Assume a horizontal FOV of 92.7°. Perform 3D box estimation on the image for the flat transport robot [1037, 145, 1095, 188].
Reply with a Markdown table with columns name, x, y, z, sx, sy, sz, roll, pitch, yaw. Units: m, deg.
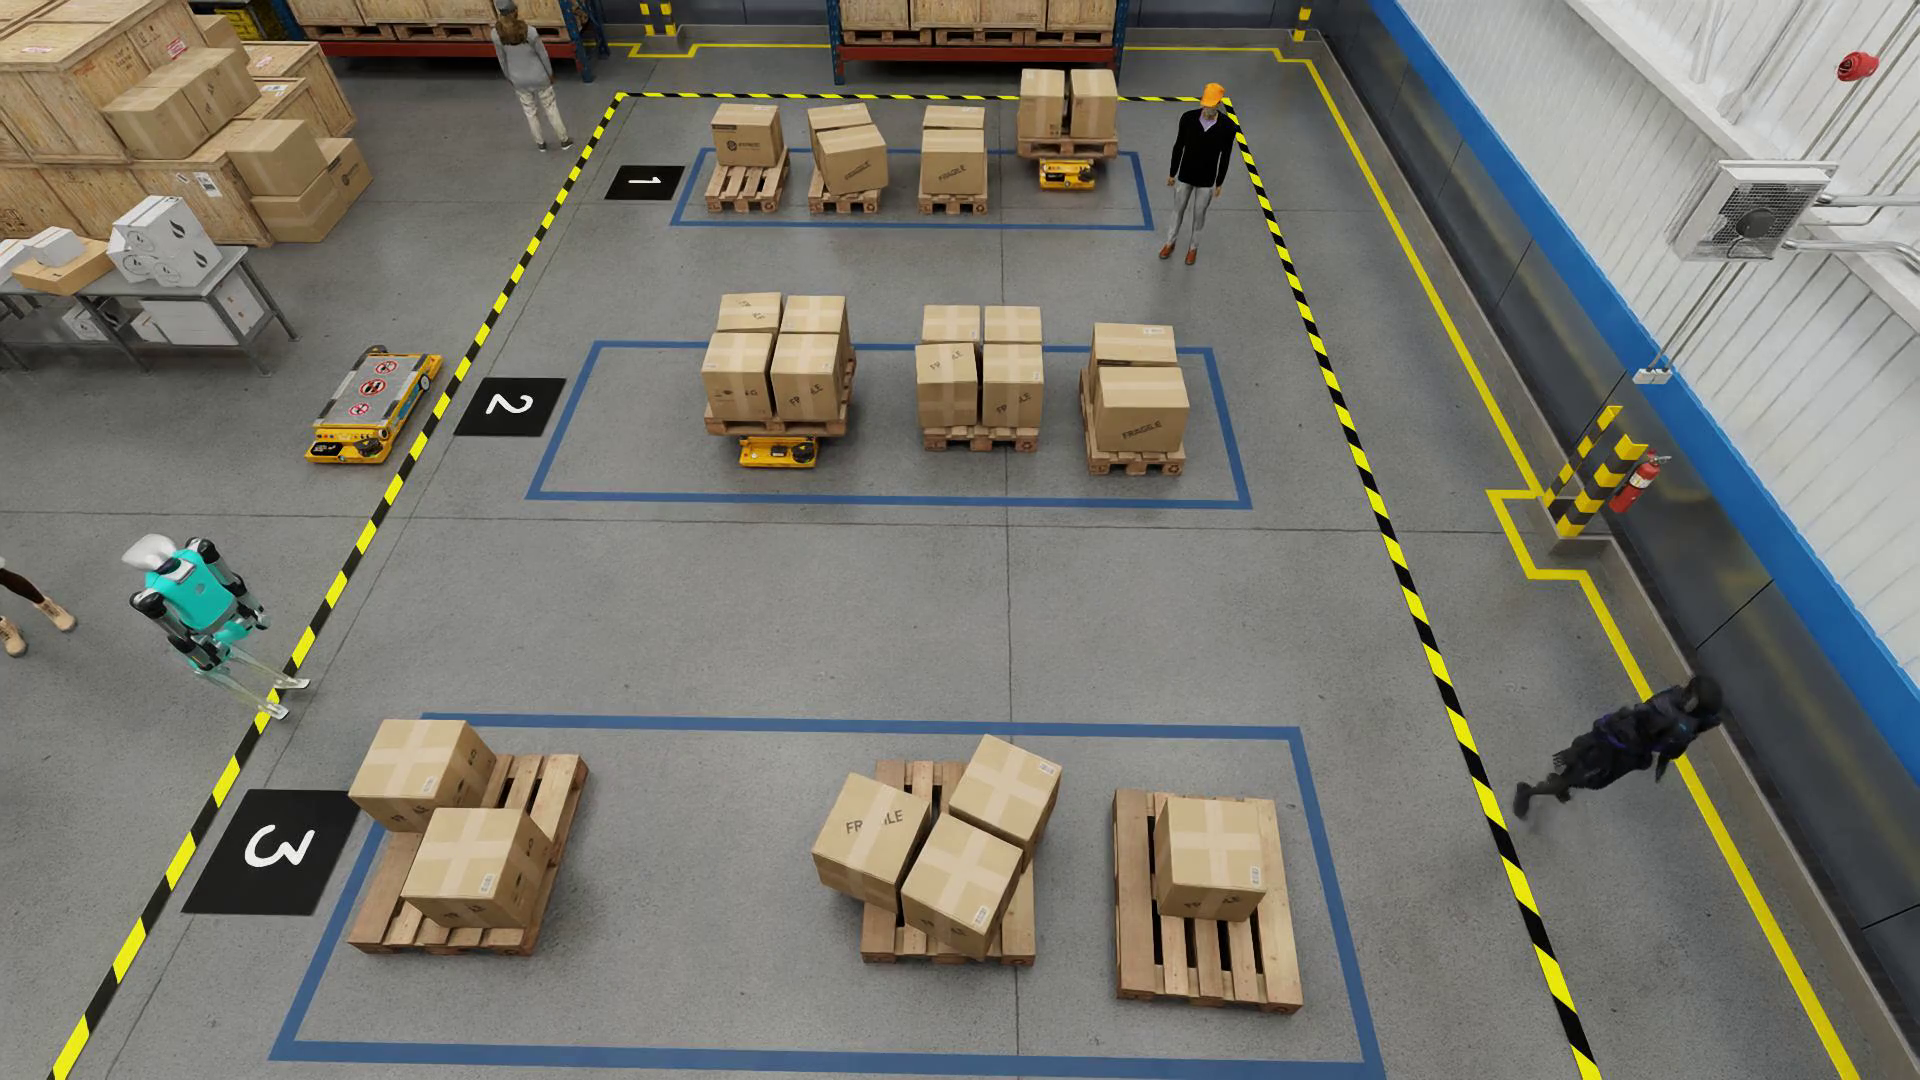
| name | x | y | z | sx | sy | sz | roll | pitch | yaw |
| --- | --- | --- | --- | --- | --- | --- | --- | --- | --- |
| flat transport robot | 1.304 | -4.853 | 11.455 | 0.652 | 0.197 | 1.431 | 1 | 50 | 1 |

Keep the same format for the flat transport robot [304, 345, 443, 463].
| name | x | y | z | sx | sy | sz | roll | pitch | yaw |
| --- | --- | --- | --- | --- | --- | --- | --- | --- | --- |
| flat transport robot | -5.383 | -1.269 | 8.441 | 0.659 | 0.231 | 1.431 | 1 | 50 | 1 |

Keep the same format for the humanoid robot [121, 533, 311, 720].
| name | x | y | z | sx | sy | sz | roll | pitch | yaw |
| --- | --- | --- | --- | --- | --- | --- | --- | --- | --- |
| humanoid robot | -4.849 | 0.546 | 5.855 | 0.735 | 1.677 | 0.533 | 9 | 50 | 8 |

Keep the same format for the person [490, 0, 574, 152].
| name | x | y | z | sx | sy | sz | roll | pitch | yaw |
| --- | --- | --- | --- | --- | --- | --- | --- | --- | --- |
| person | -5.236 | -5.640 | 11.157 | 0.572 | 1.765 | 0.399 | -7 | 50 | -6 |

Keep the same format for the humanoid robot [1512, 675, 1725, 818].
| name | x | y | z | sx | sy | sz | roll | pitch | yaw |
| --- | --- | --- | --- | --- | --- | --- | --- | --- | --- |
| humanoid robot | 3.899 | 1.231 | 5.421 | 0.612 | 1.657 | 0.386 | 4 | 50 | 3 |

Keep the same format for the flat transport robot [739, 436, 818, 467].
| name | x | y | z | sx | sy | sz | roll | pitch | yaw |
| --- | --- | --- | --- | --- | --- | --- | --- | --- | --- |
| flat transport robot | -1.582 | -1.235 | 8.394 | 0.652 | 0.197 | 1.431 | 1 | 50 | 1 |

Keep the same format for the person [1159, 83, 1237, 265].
| name | x | y | z | sx | sy | sz | roll | pitch | yaw |
| --- | --- | --- | --- | --- | --- | --- | --- | --- | --- |
| person | 2.448 | -3.764 | 9.493 | 0.589 | 1.883 | 0.365 | 19 | 52 | 15 |

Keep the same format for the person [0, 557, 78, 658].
| name | x | y | z | sx | sy | sz | roll | pitch | yaw |
| --- | --- | --- | --- | --- | --- | --- | --- | --- | --- |
| person | -6.936 | 0.076 | 6.148 | 0.601 | 2.035 | 0.396 | -35 | 58 | -26 |
